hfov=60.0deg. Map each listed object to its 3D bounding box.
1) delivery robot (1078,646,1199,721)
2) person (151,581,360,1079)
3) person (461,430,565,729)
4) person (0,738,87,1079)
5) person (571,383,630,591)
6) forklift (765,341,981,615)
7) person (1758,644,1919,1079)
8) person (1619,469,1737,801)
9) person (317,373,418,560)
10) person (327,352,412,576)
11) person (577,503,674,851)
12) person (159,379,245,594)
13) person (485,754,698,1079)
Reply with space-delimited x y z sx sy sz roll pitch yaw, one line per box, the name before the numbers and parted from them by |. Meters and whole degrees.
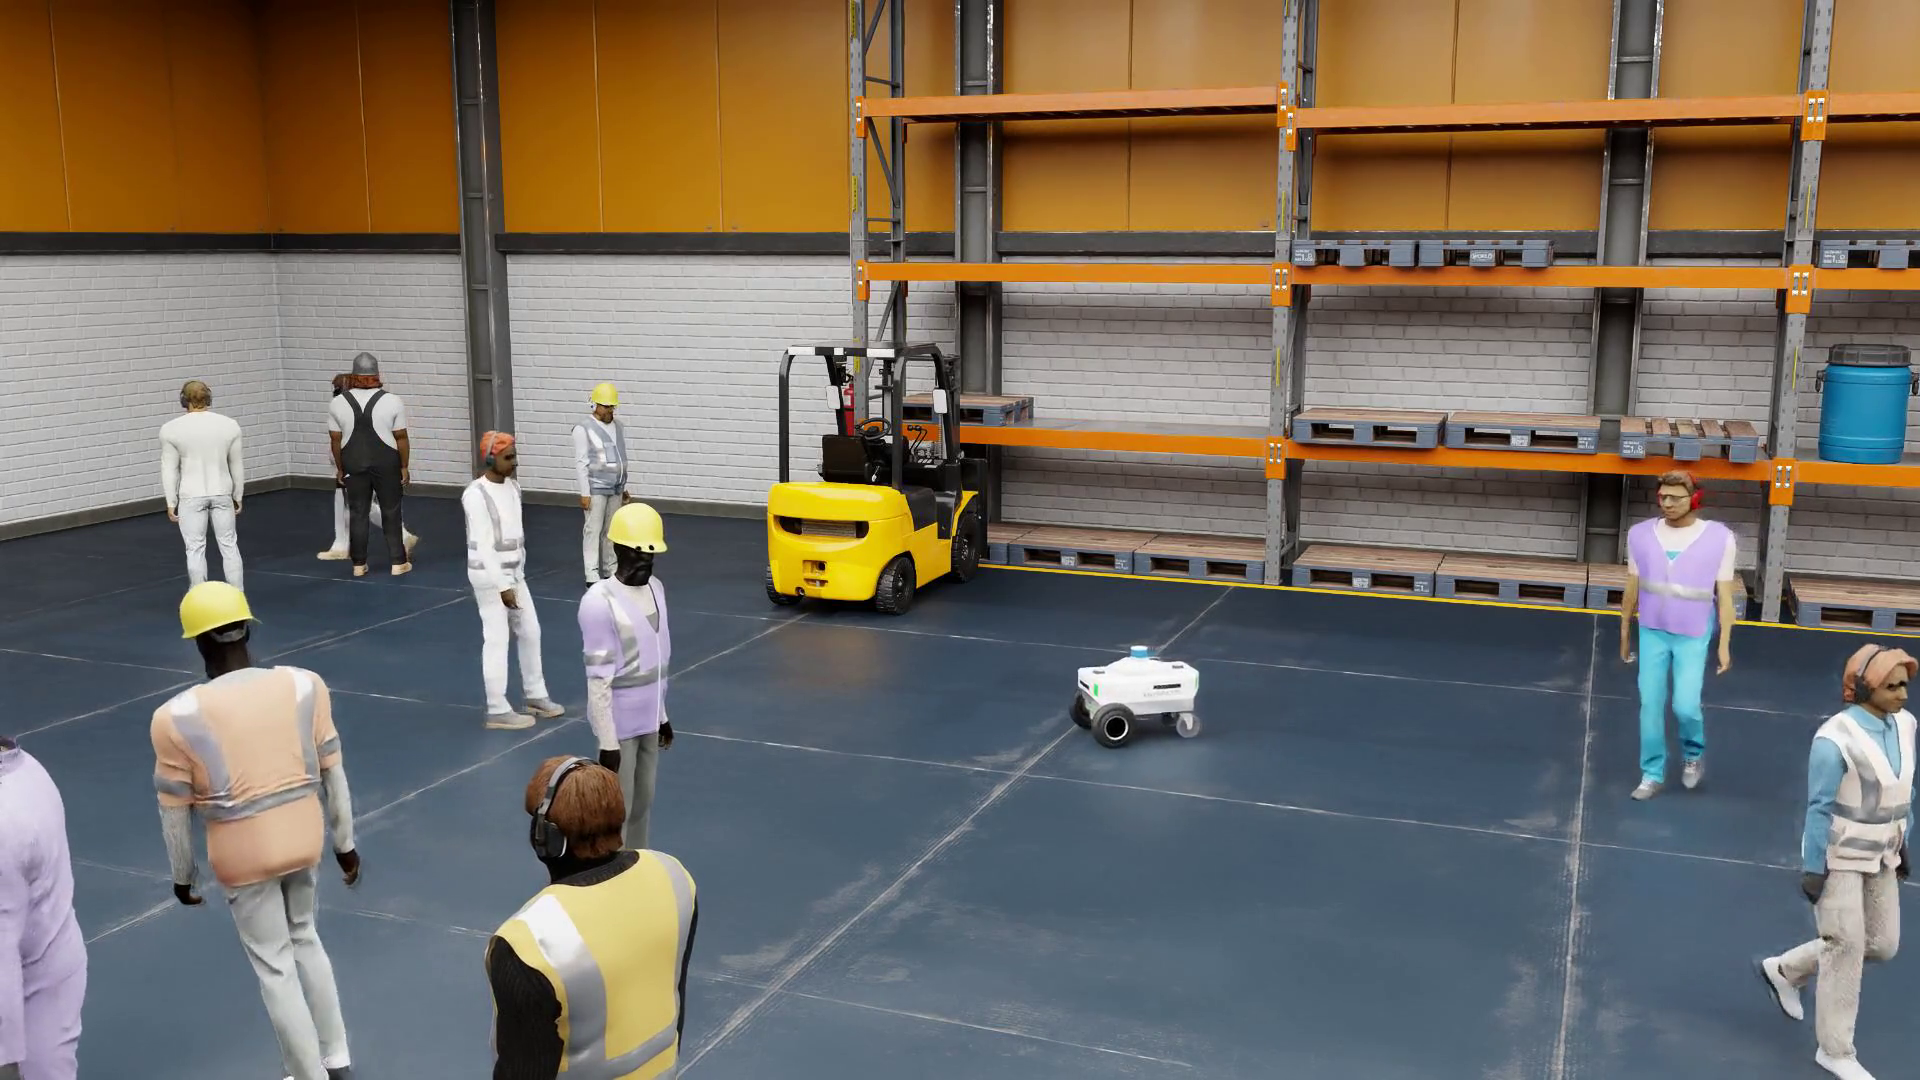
delivery robot | 1.096 0.895 10.212 0.707 0.478 0.477 -3 11 -15
person | -2.438 1.076 5.767 0.562 1.888 0.624 9 13 41
person | -2.819 0.252 10.385 0.470 1.875 0.583 3 11 17
person | -2.647 1.280 4.643 0.420 1.886 0.678 -5 11 -25
person | -3.087 -0.454 14.459 0.403 1.822 0.588 5 12 28
forklift | -0.739 -0.602 14.246 1.214 2.155 2.313 4 11 21
person | 3.210 1.149 6.077 0.527 1.623 0.483 -6 12 -30
person | 3.871 0.519 9.014 0.596 1.826 0.440 9 14 42
person | -5.675 -0.689 15.828 0.900 1.810 0.616 -2 10 -11
person | -5.354 -0.694 15.185 0.689 2.000 0.539 -1 10 -6
person | -1.422 0.787 7.270 0.383 1.922 0.587 3 11 17
person | -6.137 -0.338 13.527 0.626 1.930 0.378 -8 13 -38
person | -0.903 1.410 4.019 0.429 1.844 0.627 5 11 27
